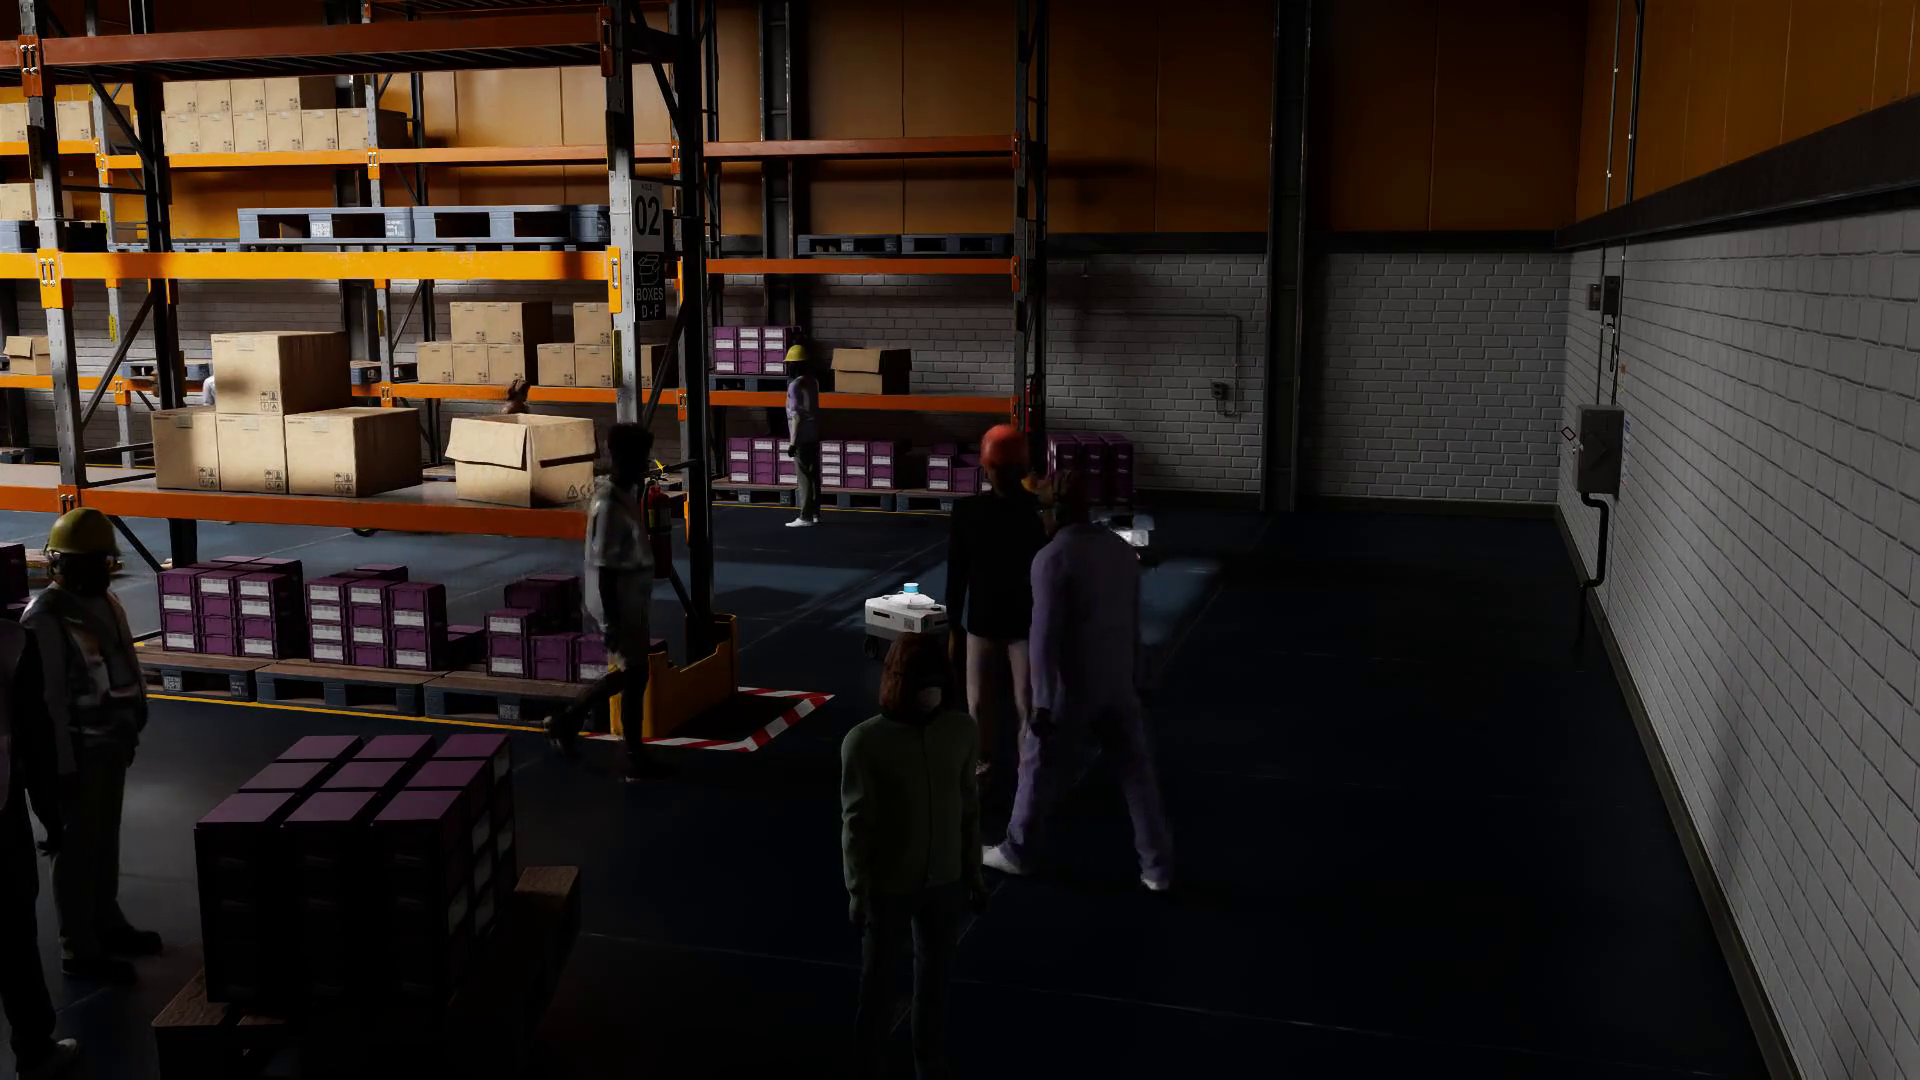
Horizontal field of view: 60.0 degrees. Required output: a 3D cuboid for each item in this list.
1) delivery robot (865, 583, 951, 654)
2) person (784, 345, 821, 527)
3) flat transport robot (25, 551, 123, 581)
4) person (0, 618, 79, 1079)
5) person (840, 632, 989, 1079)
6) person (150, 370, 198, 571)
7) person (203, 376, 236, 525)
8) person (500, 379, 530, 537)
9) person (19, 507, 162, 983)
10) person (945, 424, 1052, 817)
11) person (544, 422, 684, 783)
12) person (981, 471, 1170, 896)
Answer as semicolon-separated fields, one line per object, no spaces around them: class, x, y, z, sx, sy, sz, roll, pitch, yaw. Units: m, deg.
delivery robot;-0.338;0.541;11.501;0.477;0.478;0.707;-8;12;-41
person;-1.675;-1.091;17.558;0.387;1.927;0.589;3;10;16
flat transport robot;-8.211;0.228;14.557;1.431;0.197;0.652;0;9;1
person;-3.282;0.895;5.476;0.587;1.920;0.392;-2;10;-12
person;-0.137;1.084;5.191;0.499;1.634;0.279;-6;11;-33
person;-7.112;-0.636;15.032;0.344;1.847;0.504;-2;10;-12
person;-7.728;-1.130;17.762;0.610;1.944;0.411;-5;11;-29
person;-4.378;-0.817;16.813;0.713;1.609;0.543;2;10;12
person;-3.370;0.778;6.464;0.404;1.829;0.591;-1;9;-5
person;0.222;0.417;8.162;0.623;1.991;0.396;3;10;16
person;-1.856;0.339;8.828;0.652;1.938;0.617;-2;9;-9
person;0.510;0.629;7.323;0.743;1.847;0.964;-9;13;-44
